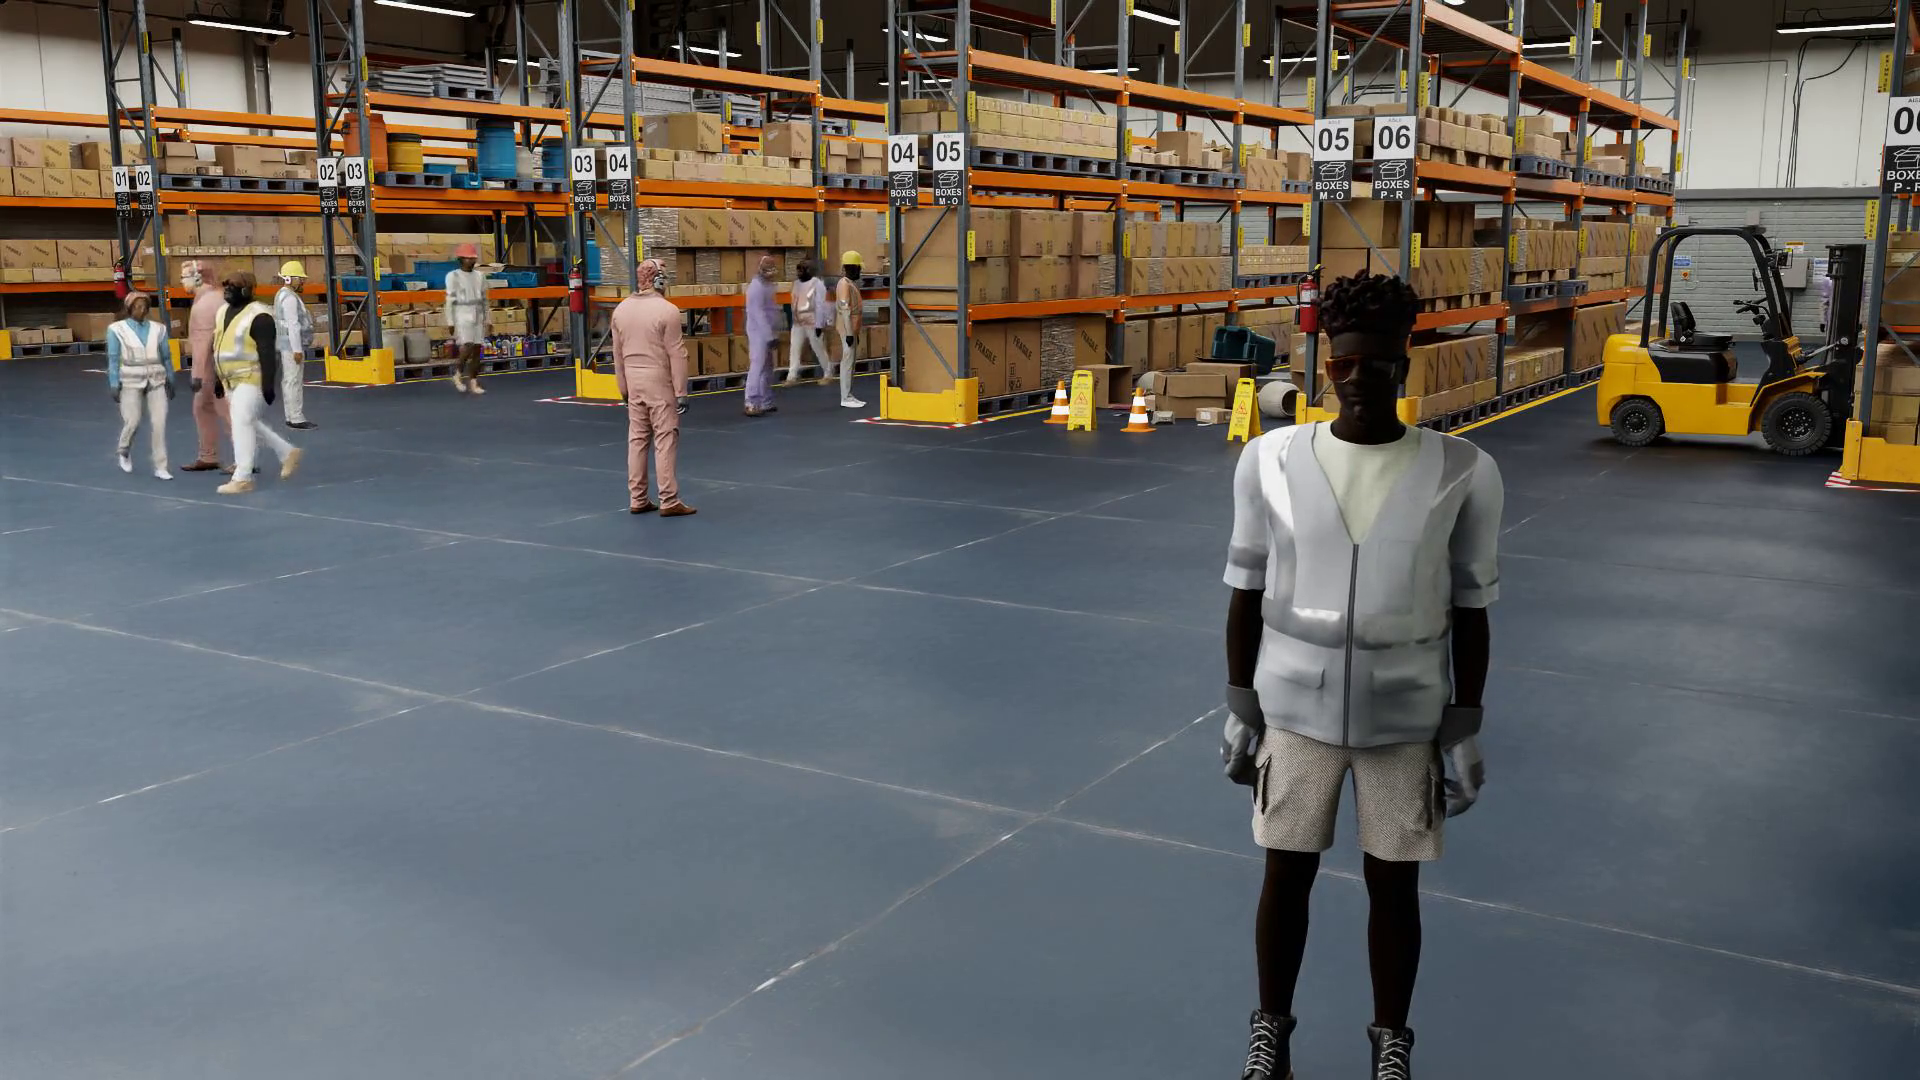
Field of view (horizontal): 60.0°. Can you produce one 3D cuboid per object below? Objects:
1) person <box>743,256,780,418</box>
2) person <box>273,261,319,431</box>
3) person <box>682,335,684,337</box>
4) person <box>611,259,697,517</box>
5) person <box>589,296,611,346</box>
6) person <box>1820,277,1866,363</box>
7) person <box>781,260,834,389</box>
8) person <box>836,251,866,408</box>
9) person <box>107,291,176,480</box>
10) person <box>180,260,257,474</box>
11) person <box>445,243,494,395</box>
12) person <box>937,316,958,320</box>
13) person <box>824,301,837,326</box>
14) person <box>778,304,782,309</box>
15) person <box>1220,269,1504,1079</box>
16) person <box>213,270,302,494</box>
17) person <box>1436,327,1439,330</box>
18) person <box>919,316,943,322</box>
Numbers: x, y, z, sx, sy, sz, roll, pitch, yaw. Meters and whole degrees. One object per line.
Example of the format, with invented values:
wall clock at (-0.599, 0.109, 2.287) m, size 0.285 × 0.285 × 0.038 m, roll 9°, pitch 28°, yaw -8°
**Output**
person at (-2.318, -2.401, 19.630) m, size 0.395 × 1.875 × 0.917 m, roll 1°, pitch 10°, yaw 5°
person at (-7.216, -2.100, 18.045) m, size 0.404 × 1.829 × 0.591 m, roll -6°, pitch 12°, yaw -29°
person at (-6.137, -5.254, 35.413) m, size 0.549 × 1.937 × 0.368 m, roll 3°, pitch 10°, yaw 15°
person at (-2.259, -1.125, 12.370) m, size 0.654 × 1.906 × 0.407 m, roll 6°, pitch 12°, yaw 32°
person at (-6.739, -4.419, 30.768) m, size 0.631 × 1.923 × 0.709 m, roll 7°, pitch 12°, yaw 34°
person at (12.615, -3.168, 23.785) m, size 0.583 × 1.918 × 0.394 m, roll 2°, pitch 10°, yaw 11°
person at (-2.122, -3.039, 23.402) m, size 0.639 × 1.801 × 0.944 m, roll 7°, pitch 12°, yaw 35°
person at (-1.349, -2.605, 20.590) m, size 0.359 × 1.930 × 0.587 m, roll 0°, pitch 10°, yaw 2°
person at (-7.031, -1.325, 14.270) m, size 0.506 × 1.621 × 0.532 m, roll 9°, pitch 14°, yaw 42°
person at (-6.579, -1.492, 14.519) m, size 0.770 × 1.871 × 0.695 m, roll -3°, pitch 11°, yaw -15°
person at (-6.521, -2.940, 22.203) m, size 0.417 × 2.031 × 0.609 m, roll 7°, pitch 12°, yaw 34°
person at (-0.109, -3.049, 23.286) m, size 0.506 × 1.859 × 0.394 m, roll 8°, pitch 13°, yaw 39°
person at (-2.253, -3.938, 28.185) m, size 0.575 × 1.884 × 0.355 m, roll 6°, pitch 12°, yaw 31°
person at (-4.360, -5.758, 38.433) m, size 0.578 × 1.871 × 0.438 m, roll 4°, pitch 11°, yaw 23°
person at (0.883, 0.384, 3.747) m, size 0.603 × 1.966 × 0.368 m, roll 3°, pitch 11°, yaw 16°
person at (-5.821, -1.315, 13.700) m, size 0.631 × 1.815 × 0.793 m, roll 8°, pitch 13°, yaw 37°
person at (8.755, -4.461, 30.860) m, size 0.550 × 1.975 × 0.684 m, roll -8°, pitch 13°, yaw -38°
person at (-0.388, -3.467, 25.715) m, size 0.630 × 1.831 × 0.444 m, roll 7°, pitch 12°, yaw 33°
